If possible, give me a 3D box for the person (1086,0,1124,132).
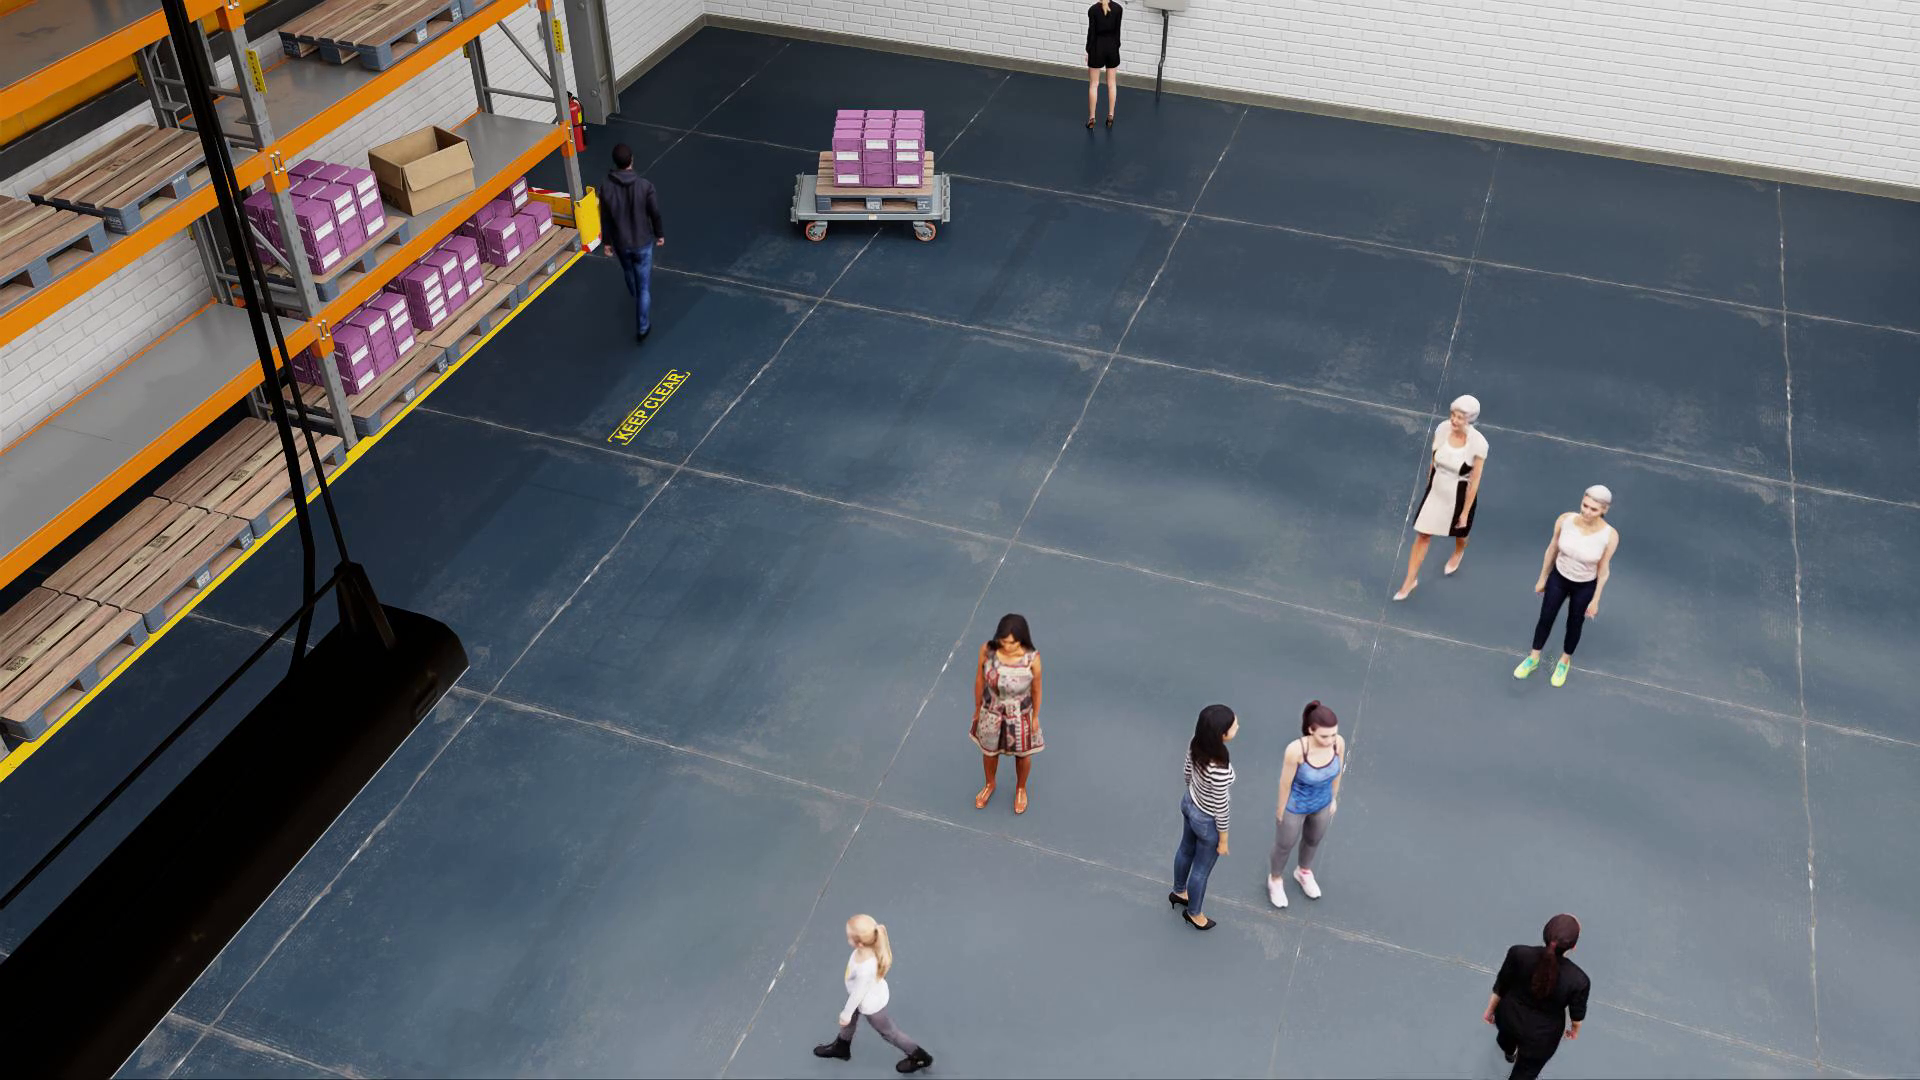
[{"bbox_3d":[1.629,-5.552,19.001,0.647,1.768,0.672,-8,39,-10],"label":"person"}]

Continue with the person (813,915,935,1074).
[{"bbox_3d":[-0.426,2.563,9.255,0.751,1.251,0.915,0,39,0],"label":"person"}]

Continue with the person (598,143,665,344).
[{"bbox_3d":[-3.028,-2.689,15.358,1.000,1.842,1.266,-2,39,-2],"label":"person"}]

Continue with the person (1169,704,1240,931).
[{"bbox_3d":[1.459,1.659,9.949,0.712,1.796,0.621,-12,40,-14],"label":"person"}]

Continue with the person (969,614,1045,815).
[{"bbox_3d":[0.315,1.098,10.774,0.673,1.644,0.563,8,39,10],"label":"person"}]

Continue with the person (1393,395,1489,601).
[{"bbox_3d":[3.755,-0.343,12.528,1.169,1.707,0.932,-31,48,-33],"label":"person"}]

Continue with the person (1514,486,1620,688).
[{"bbox_3d":[4.325,0.301,11.723,0.679,1.704,0.681,25,45,28],"label":"person"}]

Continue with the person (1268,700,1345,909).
[{"bbox_3d":[2.113,1.606,10.166,0.648,1.608,0.690,-10,40,-13],"label":"person"}]

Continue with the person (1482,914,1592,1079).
[{"bbox_3d":[2.982,2.653,8.844,0.835,1.622,1.117,26,45,29],"label":"person"}]
